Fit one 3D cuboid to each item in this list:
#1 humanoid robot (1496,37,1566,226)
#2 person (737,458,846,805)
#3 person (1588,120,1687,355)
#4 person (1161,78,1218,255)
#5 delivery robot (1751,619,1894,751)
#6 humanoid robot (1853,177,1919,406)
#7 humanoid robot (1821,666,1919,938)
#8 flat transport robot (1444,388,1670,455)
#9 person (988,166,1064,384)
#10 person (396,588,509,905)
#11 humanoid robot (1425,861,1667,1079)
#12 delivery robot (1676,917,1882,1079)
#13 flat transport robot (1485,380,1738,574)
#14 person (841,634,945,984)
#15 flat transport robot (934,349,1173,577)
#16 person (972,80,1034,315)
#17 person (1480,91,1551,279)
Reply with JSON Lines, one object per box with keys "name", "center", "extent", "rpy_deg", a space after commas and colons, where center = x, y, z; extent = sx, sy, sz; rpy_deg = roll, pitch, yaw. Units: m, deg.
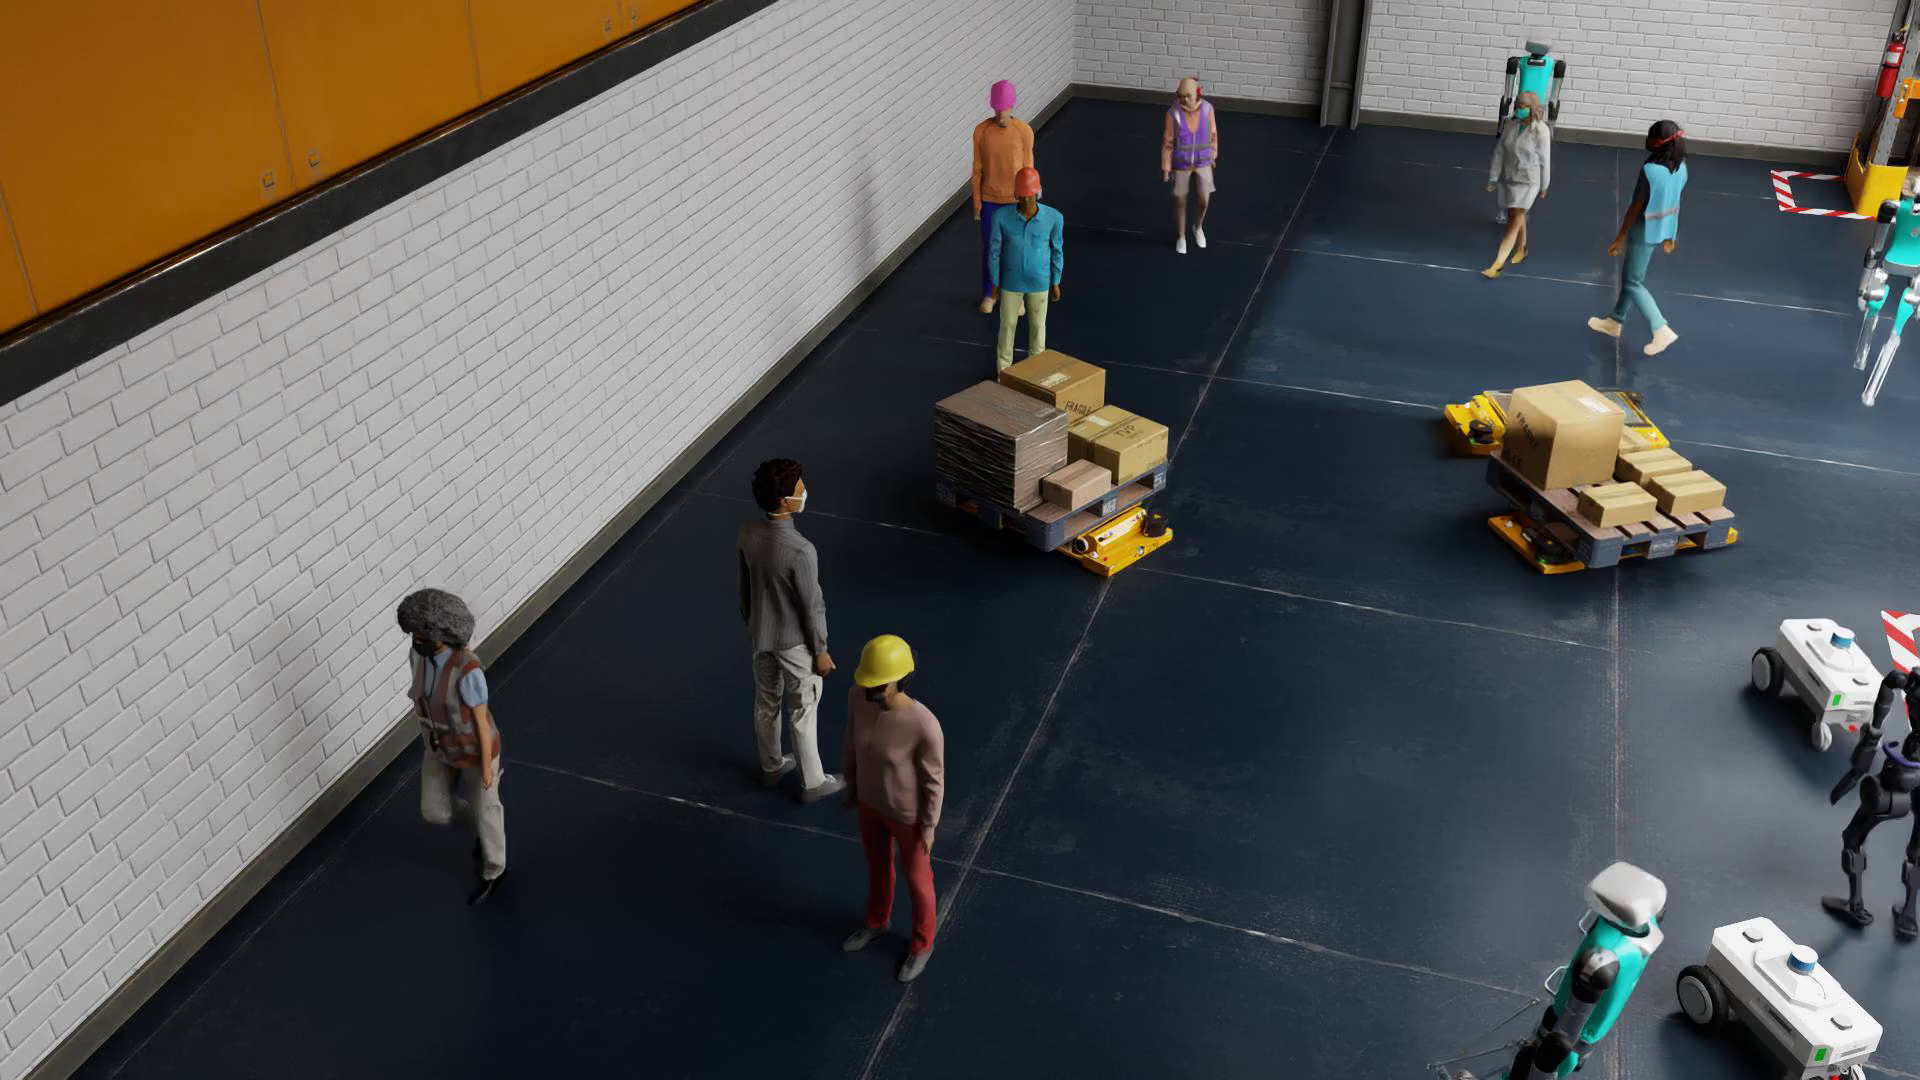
{"name": "humanoid robot", "center": [5.233, -3.736, 15.448], "extent": [0.537, 1.711, 0.742], "rpy_deg": [11, 32, 18]}
{"name": "person", "center": [-0.874, 0.470, 8.218], "extent": [0.531, 1.900, 0.400], "rpy_deg": [21, 36, 31]}
{"name": "person", "center": [5.466, -2.371, 13.116], "extent": [0.548, 1.851, 0.839], "rpy_deg": [-20, 36, -31]}
{"name": "person", "center": [2.059, -3.353, 14.955], "extent": [0.521, 1.652, 0.463], "rpy_deg": [-1, 30, -1]}
{"name": "delivery robot", "center": [4.737, 0.744, 9.076], "extent": [0.499, 0.593, 0.789], "rpy_deg": [-1, 30, -1]}
{"name": "humanoid robot", "center": [7.038, -1.949, 12.511], "extent": [0.537, 1.784, 0.931], "rpy_deg": [14, 33, 23]}
{"name": "humanoid robot", "center": [4.258, 1.055, 7.444], "extent": [0.609, 1.640, 0.318], "rpy_deg": [0, 30, 0]}
{"name": "flat transport robot", "center": [4.329, -0.855, 12.080], "extent": [1.431, 0.231, 0.659], "rpy_deg": [-1, 30, -2]}
{"name": "person", "center": [0.493, -1.948, 12.472], "extent": [0.561, 1.751, 0.340], "rpy_deg": [1, 30, 2]}
{"name": "person", "center": [-2.284, 0.951, 7.612], "extent": [0.435, 1.678, 0.386], "rpy_deg": [14, 33, 22]}
{"name": "humanoid robot", "center": [1.990, 1.840, 6.118], "extent": [0.855, 1.865, 0.542], "rpy_deg": [24, 38, 35]}
{"name": "delivery robot", "center": [3.481, 1.953, 7.007], "extent": [0.499, 0.581, 0.774], "rpy_deg": [-9, 32, -15]}
{"name": "flat transport robot", "center": [4.239, -0.106, 10.806], "extent": [1.431, 0.231, 0.659], "rpy_deg": [-9, 32, -14]}
{"name": "person", "center": [-0.308, 1.153, 7.186], "extent": [0.532, 1.767, 0.322], "rpy_deg": [22, 37, 33]}
{"name": "flat transport robot", "center": [0.635, -0.199, 10.965], "extent": [1.431, 0.231, 0.659], "rpy_deg": [26, 39, 37]}
{"name": "person", "center": [0.350, -2.819, 13.746], "extent": [0.511, 1.975, 0.406], "rpy_deg": [3, 31, 5]}
{"name": "person", "center": [4.901, -3.139, 14.630], "extent": [0.898, 1.602, 0.504], "rpy_deg": [-24, 38, -34]}
